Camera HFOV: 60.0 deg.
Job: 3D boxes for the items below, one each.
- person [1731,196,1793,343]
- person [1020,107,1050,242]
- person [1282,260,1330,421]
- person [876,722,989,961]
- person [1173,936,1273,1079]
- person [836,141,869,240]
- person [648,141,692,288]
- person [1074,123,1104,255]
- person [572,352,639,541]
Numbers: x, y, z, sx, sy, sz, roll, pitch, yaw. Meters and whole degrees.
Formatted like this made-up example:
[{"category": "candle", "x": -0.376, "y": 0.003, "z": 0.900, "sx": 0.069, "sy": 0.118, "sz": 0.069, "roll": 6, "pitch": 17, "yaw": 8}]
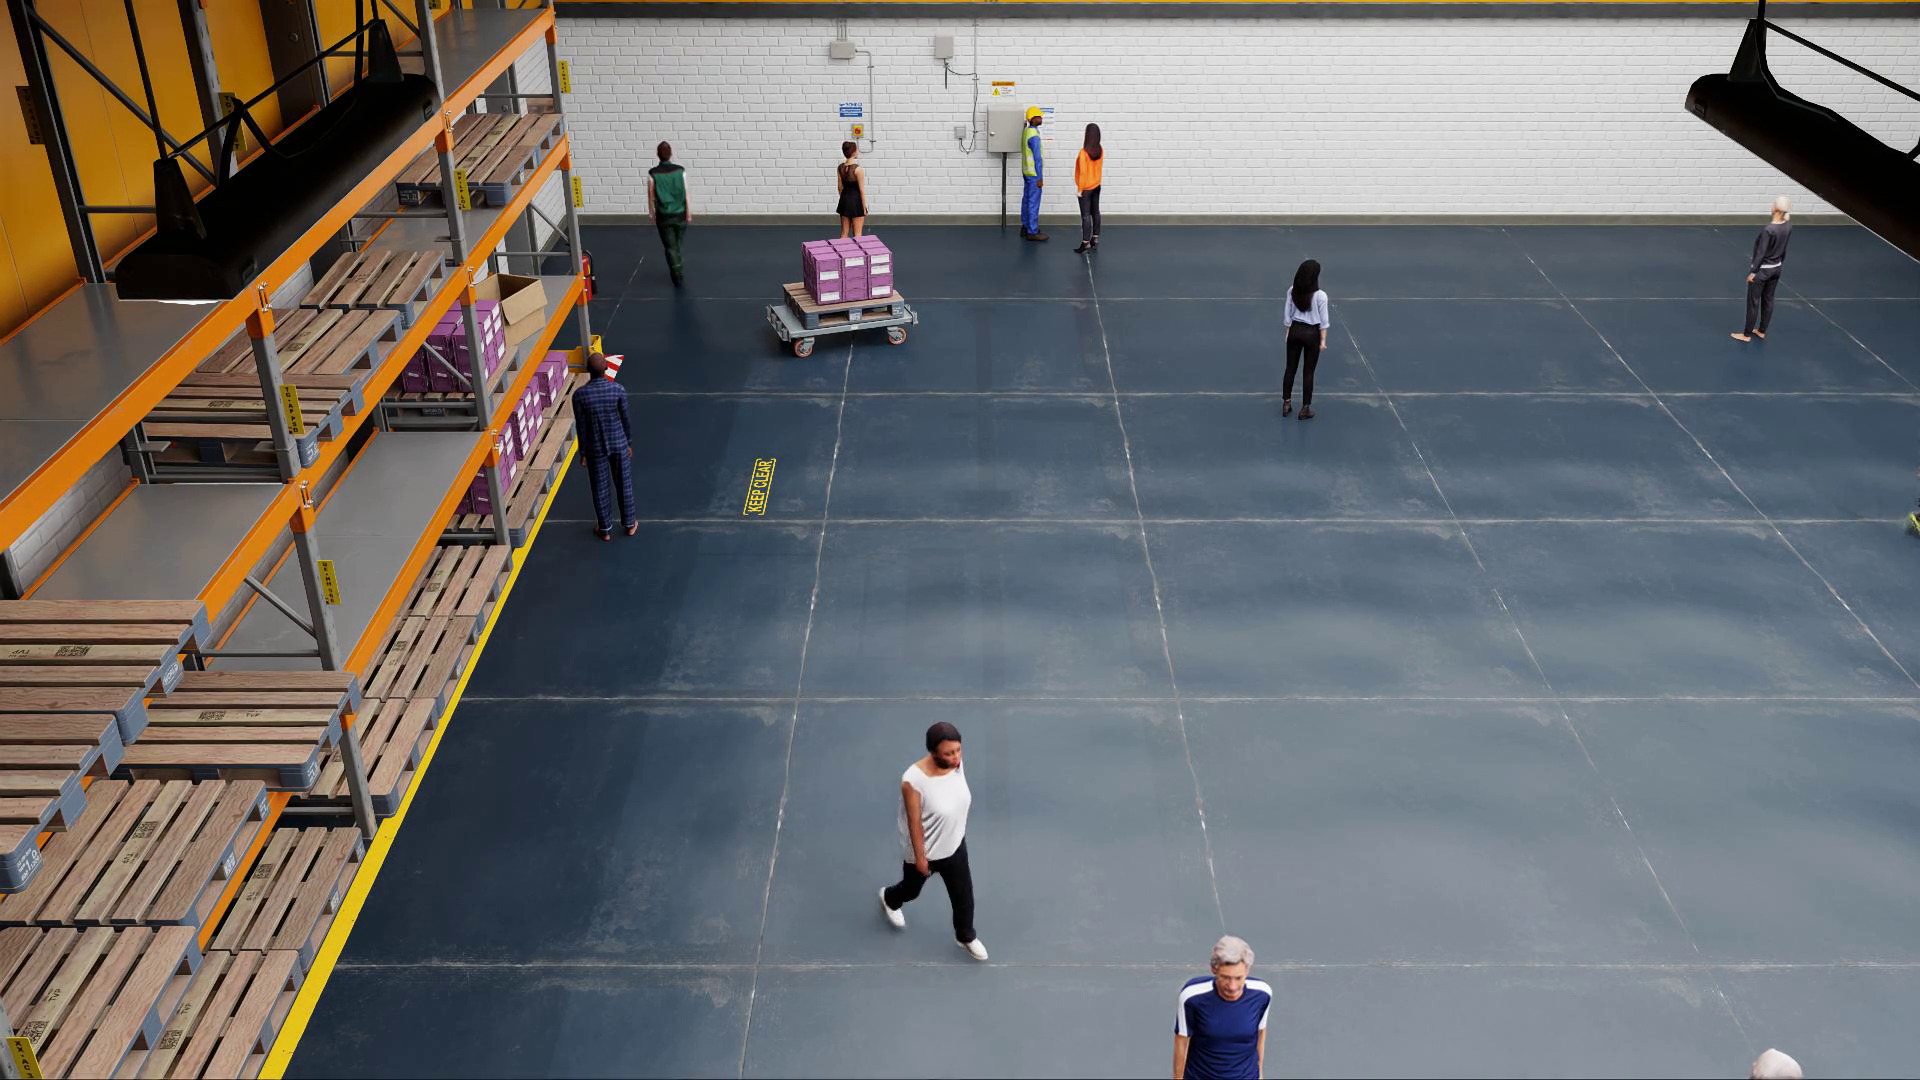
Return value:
[{"category": "person", "x": 9.448, "y": -3.182, "z": 19.468, "sx": 0.675, "sy": 1.726, "sz": 0.662, "roll": -13, "pitch": 31, "yaw": -22}, {"category": "person", "x": 0.998, "y": -5.030, "z": 22.765, "sx": 0.777, "sy": 1.813, "sz": 0.608, "roll": -7, "pitch": 29, "yaw": -12}, {"category": "person", "x": 3.614, "y": -2.114, "z": 17.492, "sx": 0.732, "sy": 1.744, "sz": 0.750, "roll": 18, "pitch": 33, "yaw": 29}, {"category": "person", "x": -0.199, "y": 1.833, "z": 10.344, "sx": 1.061, "sy": 1.660, "sz": 1.146, "roll": -23, "pitch": 36, "yaw": -36}, {"category": "person", "x": 1.324, "y": 2.733, "z": 8.510, "sx": 0.658, "sy": 1.836, "sz": 0.571, "roll": -4, "pitch": 29, "yaw": -6}, {"category": "person", "x": -1.419, "y": -4.384, "z": 21.727, "sx": 0.679, "sy": 1.674, "sz": 0.719, "roll": 18, "pitch": 33, "yaw": 30}, {"category": "person", "x": -3.649, "y": -4.097, "z": 21.048, "sx": 0.850, "sy": 1.821, "sz": 1.014, "roll": -10, "pitch": 30, "yaw": -17}, {"category": "person", "x": 1.741, "y": -4.716, "z": 22.257, "sx": 0.767, "sy": 1.748, "sz": 0.691, "roll": 22, "pitch": 36, "yaw": 35}, {"category": "person", "x": -3.211, "y": -0.861, "z": 15.116, "sx": 0.742, "sy": 1.820, "sz": 0.732, "roll": -11, "pitch": 30, "yaw": -19}]
